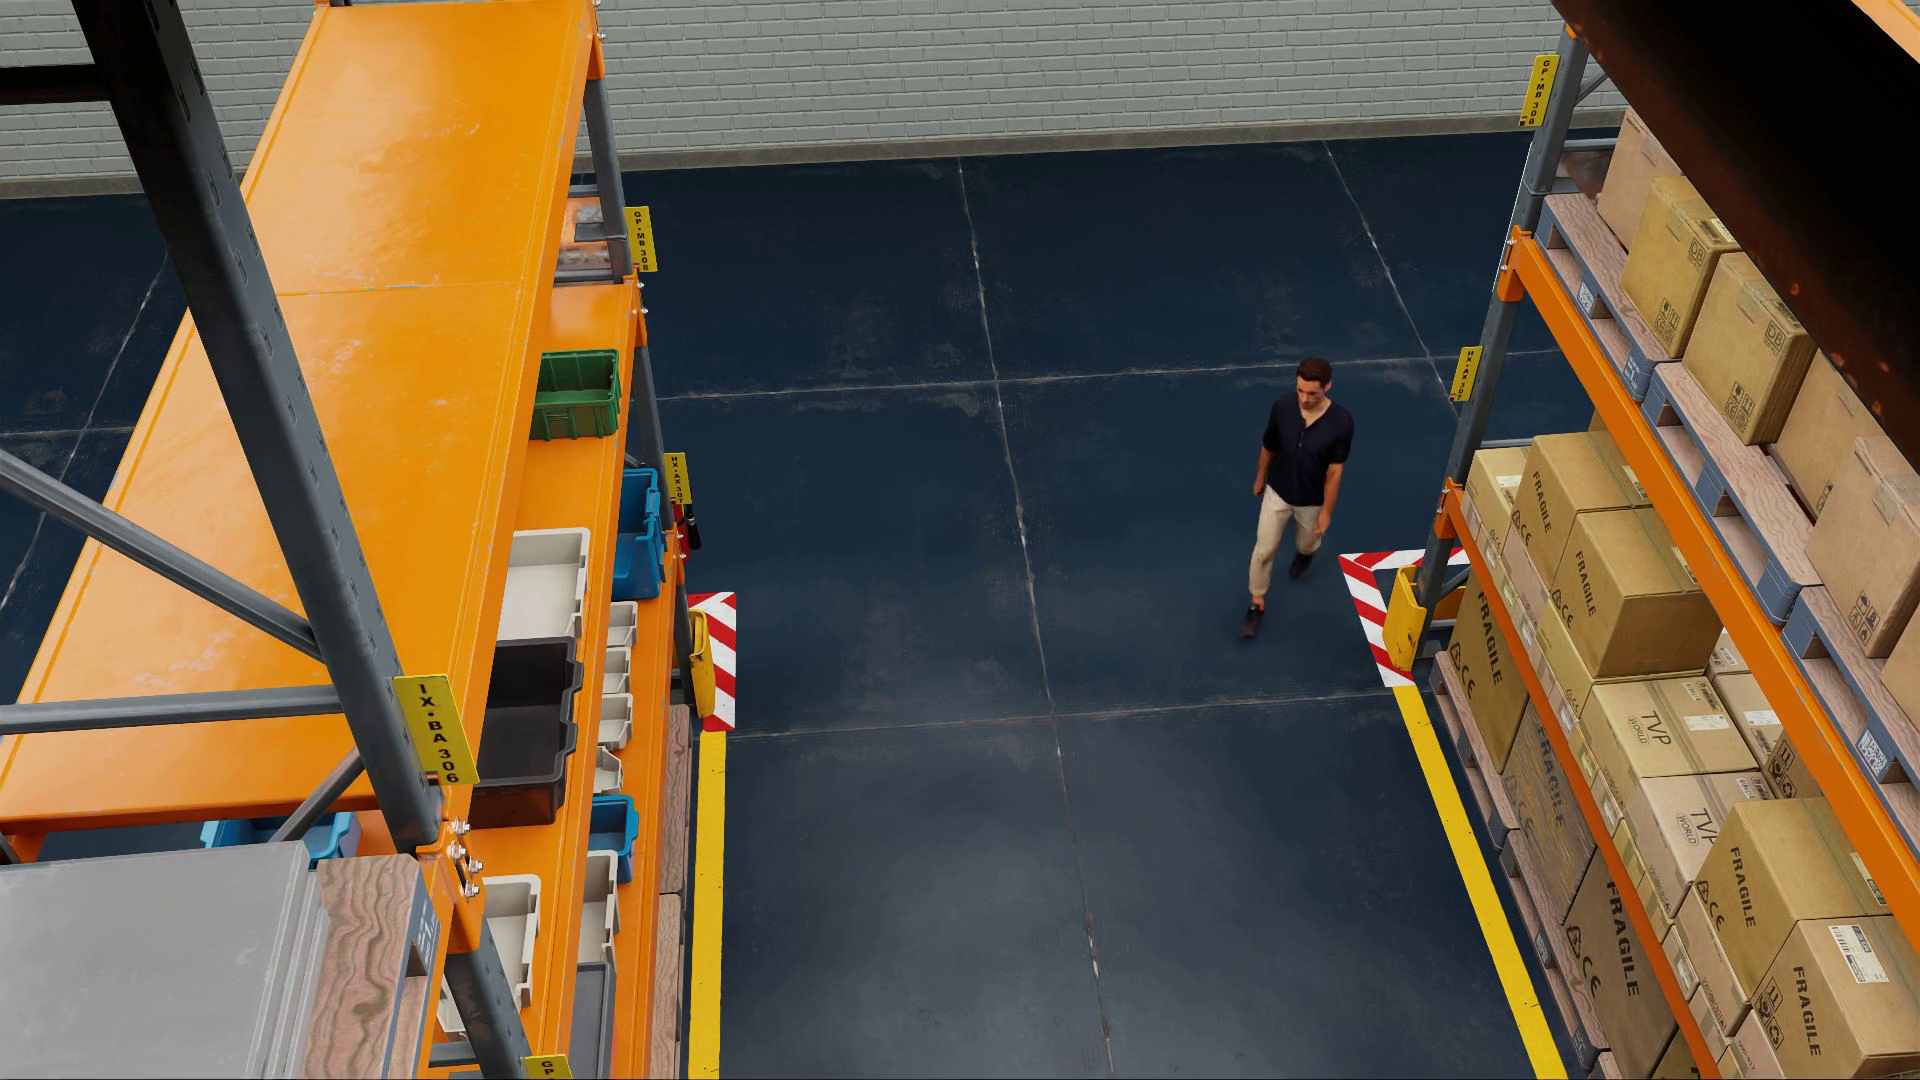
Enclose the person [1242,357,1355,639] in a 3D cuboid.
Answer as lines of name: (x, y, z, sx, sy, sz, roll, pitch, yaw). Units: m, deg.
person: (1.882, -0.303, 9.090, 0.941, 1.825, 1.130, 18, 46, 19)
